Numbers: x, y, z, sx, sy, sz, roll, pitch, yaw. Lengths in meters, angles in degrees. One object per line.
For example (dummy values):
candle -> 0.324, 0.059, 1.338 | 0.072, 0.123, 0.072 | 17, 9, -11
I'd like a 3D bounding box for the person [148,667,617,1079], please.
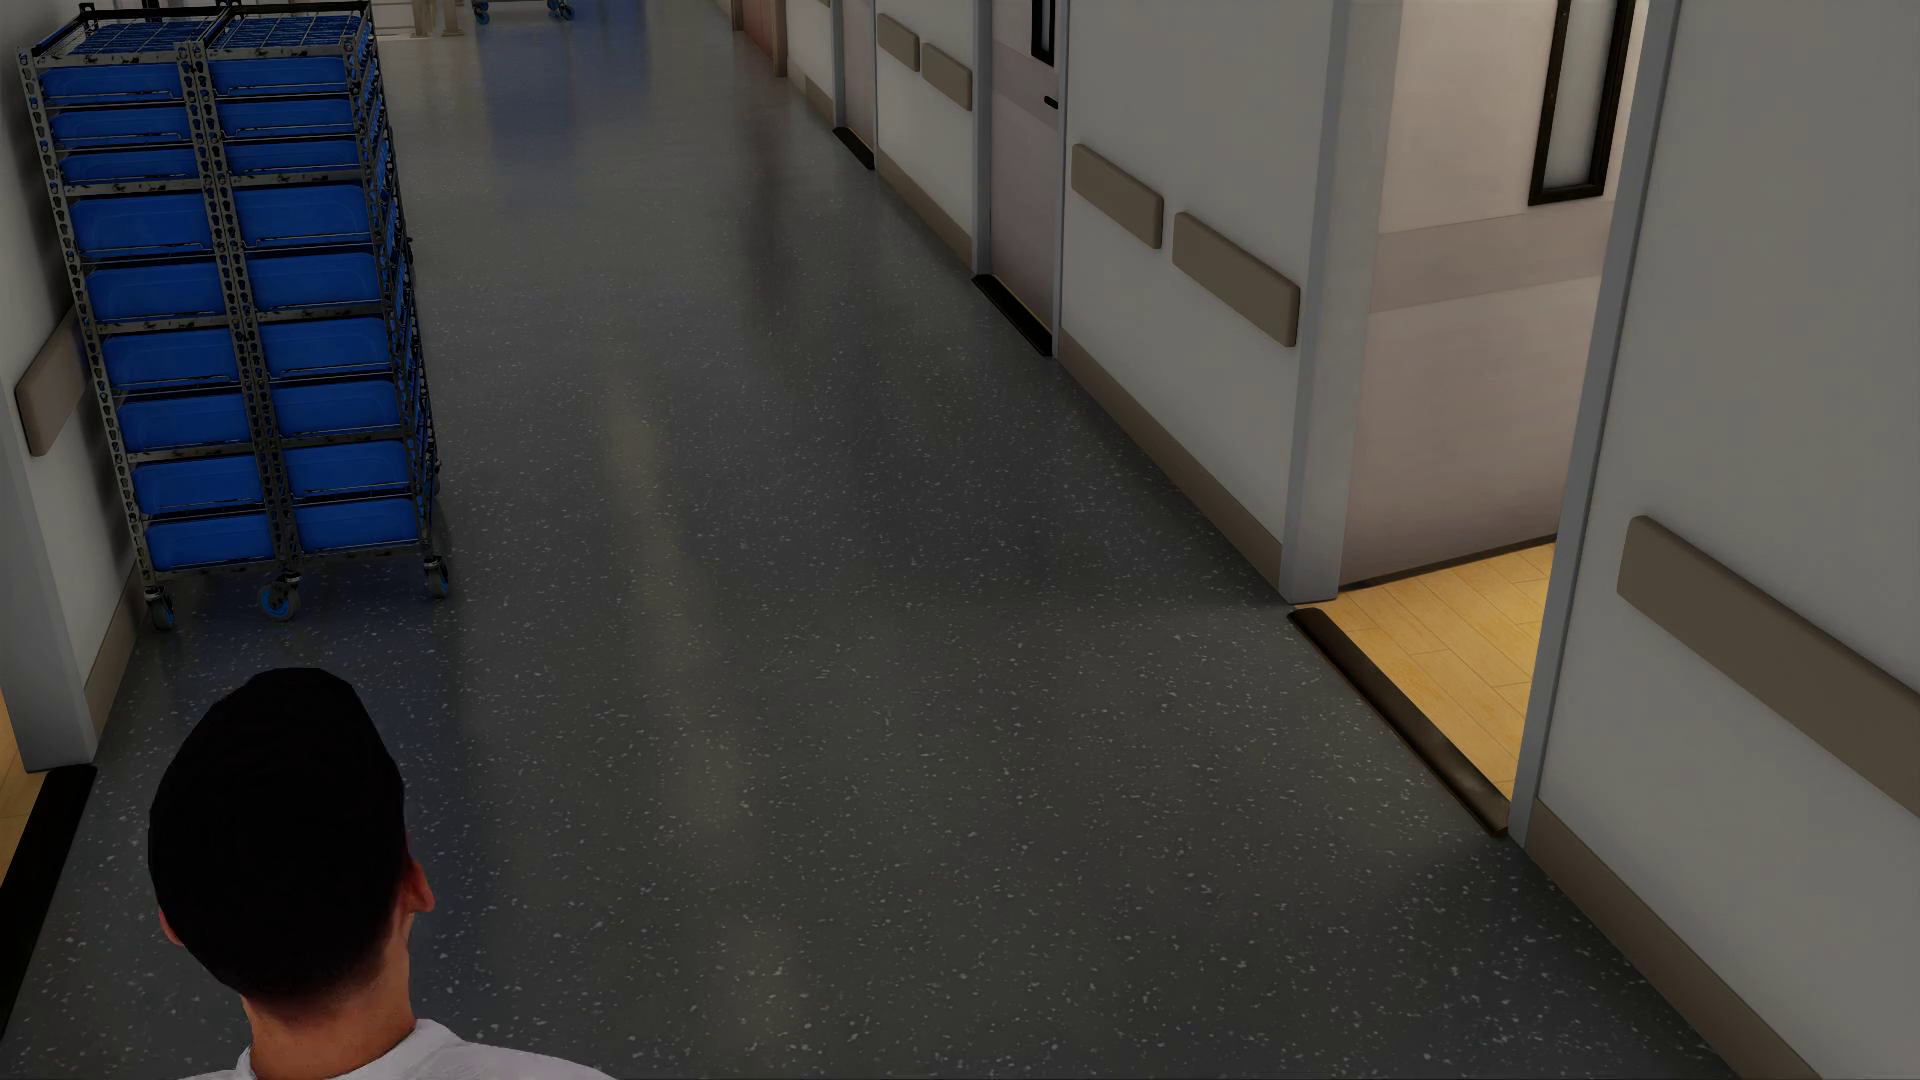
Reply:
person -> -0.474, 0.998, 1.470 | 0.708, 1.852, 0.796 | -5, 26, -9
